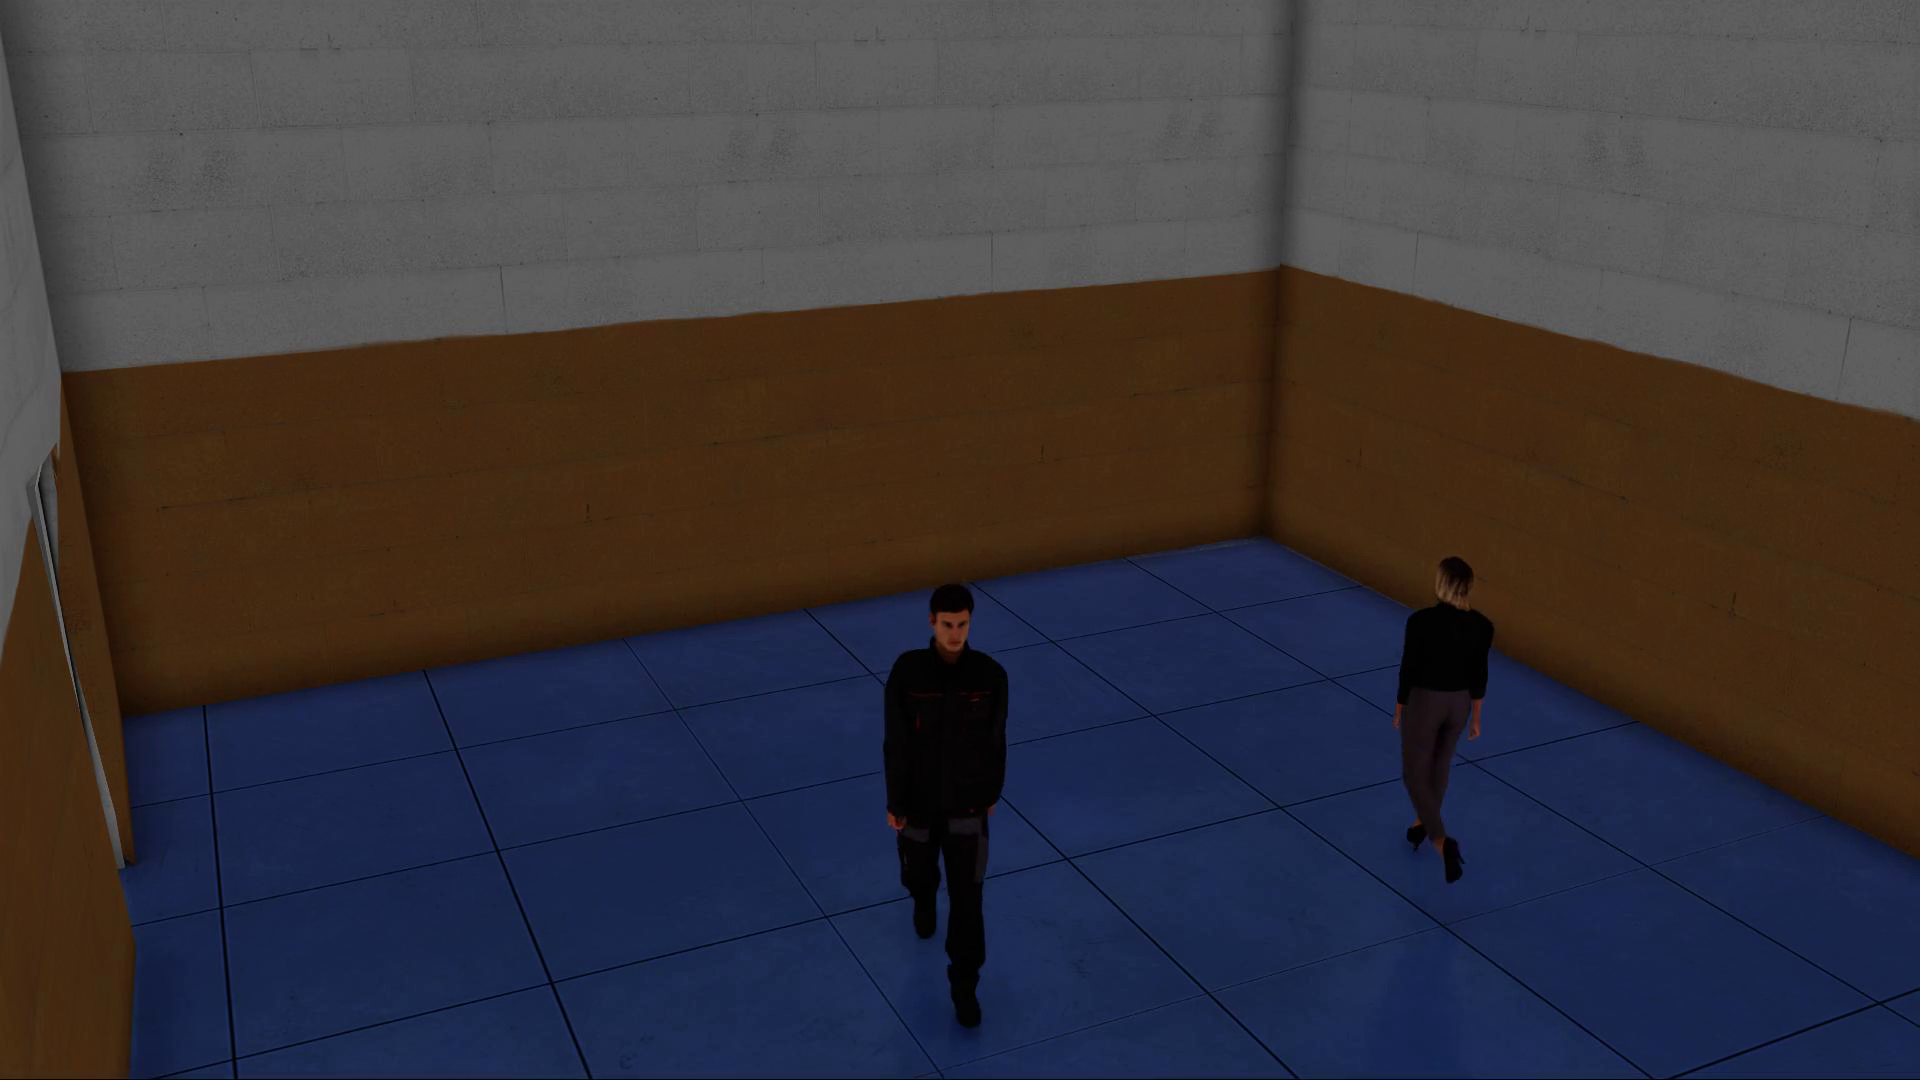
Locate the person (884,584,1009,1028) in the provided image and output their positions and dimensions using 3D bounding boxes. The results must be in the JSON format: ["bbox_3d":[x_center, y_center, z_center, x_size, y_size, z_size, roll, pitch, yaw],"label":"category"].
[{"bbox_3d":[-0.088,1.086,7.327,1.251,1.900,1.077,-1,19,-2],"label":"person"}]

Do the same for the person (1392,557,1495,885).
[{"bbox_3d":[2.379,0.918,8.222,1.010,1.646,0.853,-2,19,-6],"label":"person"}]
